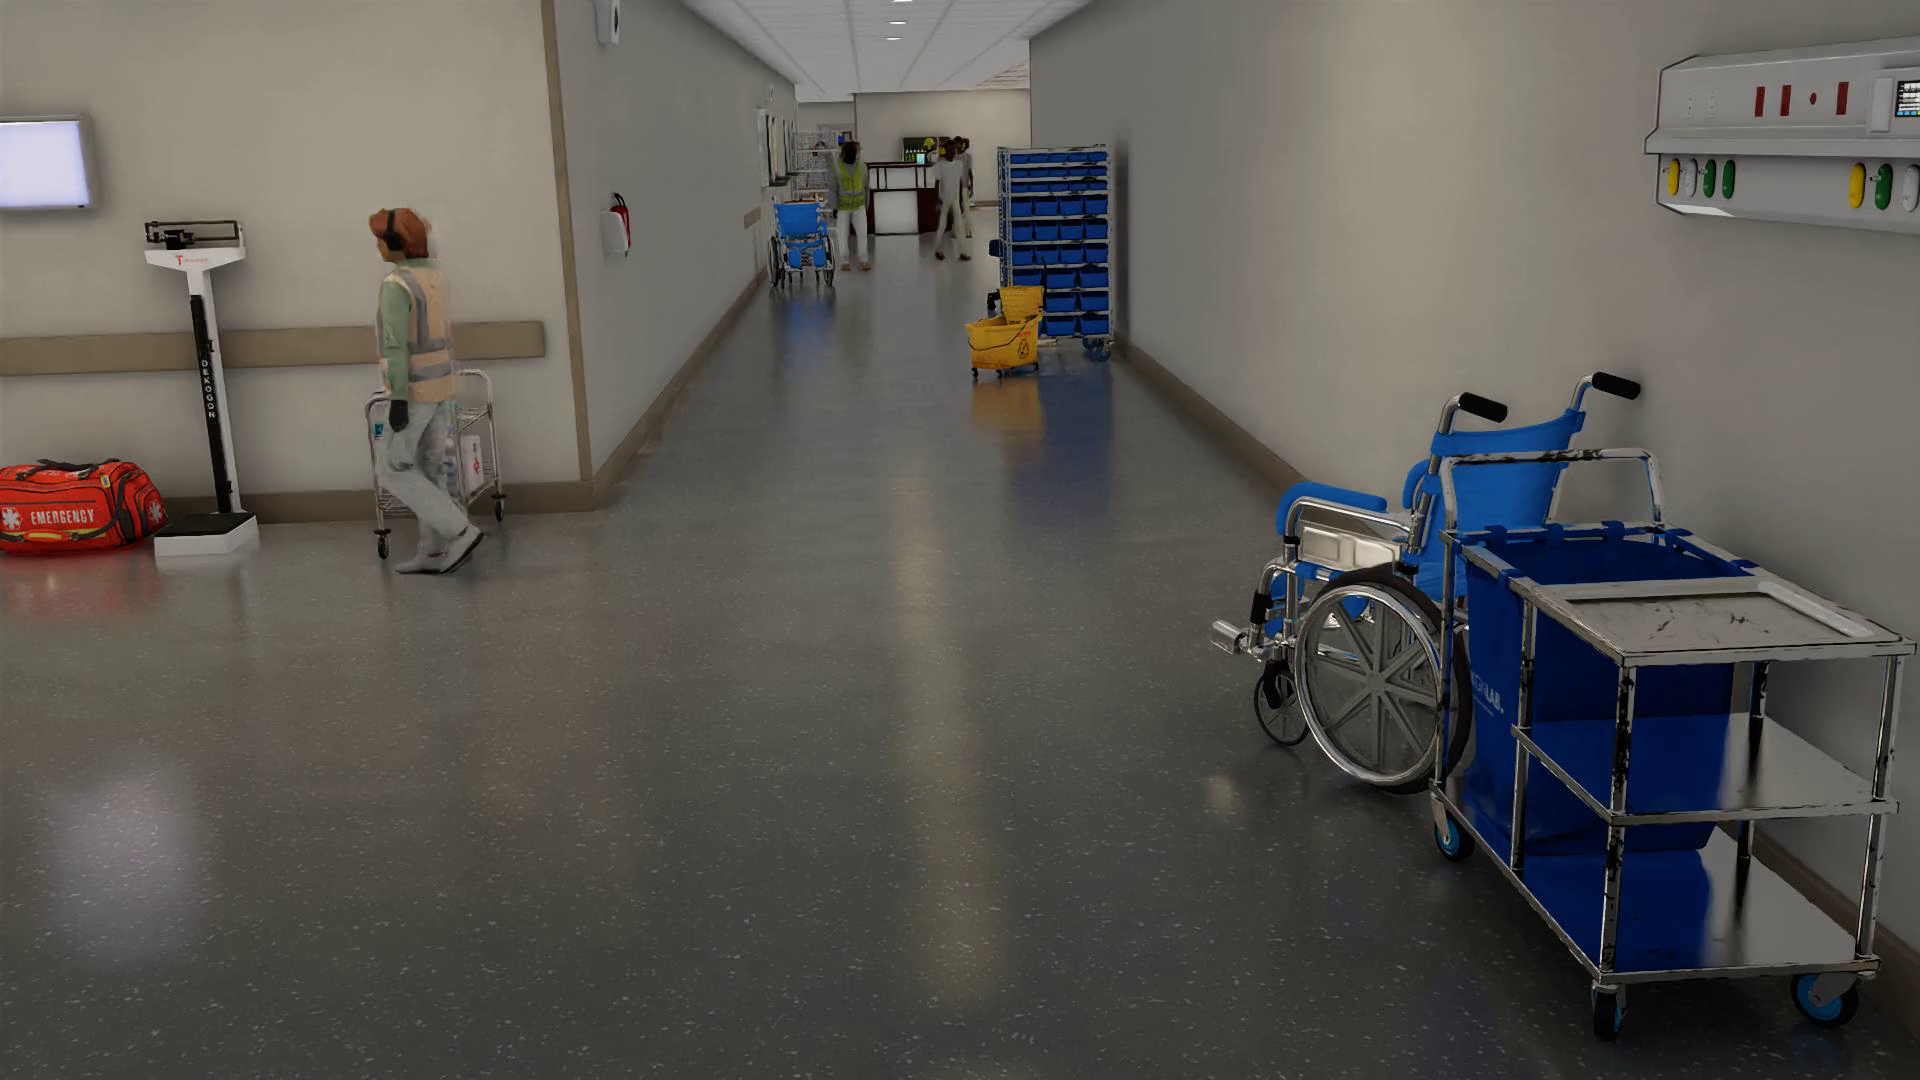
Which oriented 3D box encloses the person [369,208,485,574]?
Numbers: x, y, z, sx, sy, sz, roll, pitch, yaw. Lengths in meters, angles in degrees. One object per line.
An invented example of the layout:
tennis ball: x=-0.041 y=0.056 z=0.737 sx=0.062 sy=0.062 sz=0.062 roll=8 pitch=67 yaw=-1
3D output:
person: x=-2.371 y=-0.629 z=7.294 sx=0.375 sy=1.626 sz=0.542 roll=-1 pitch=14 yaw=2

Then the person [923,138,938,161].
person: x=-0.670 y=-8.546 z=39.240 sx=0.404 sy=1.824 sz=0.591 roll=-3 pitch=14 yaw=-6

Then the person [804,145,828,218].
person: x=-3.483 y=-8.690 z=40.333 sx=0.563 sy=1.742 sz=0.360 roll=-3 pitch=14 yaw=-5

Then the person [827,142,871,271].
person: x=-1.538 y=-4.715 z=23.621 sx=0.633 sy=1.816 sz=0.823 roll=-6 pitch=14 yaw=-18

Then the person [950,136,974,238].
person: x=0.006 y=-6.513 z=30.742 sx=0.505 sy=1.861 sz=0.330 roll=2 pitch=14 yaw=13

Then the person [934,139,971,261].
person: x=-0.161 y=-5.143 z=25.208 sx=0.565 sy=1.821 sz=0.976 roll=-9 pitch=15 yaw=-26

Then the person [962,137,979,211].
person: x=0.121 y=-9.142 z=41.619 sx=0.508 sy=1.838 sz=0.637 roll=-2 pitch=14 yaw=-3

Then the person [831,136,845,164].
person: x=-3.148 y=-9.657 z=43.833 sx=0.380 sy=1.951 sz=0.605 roll=-15 pitch=19 yaw=-43
